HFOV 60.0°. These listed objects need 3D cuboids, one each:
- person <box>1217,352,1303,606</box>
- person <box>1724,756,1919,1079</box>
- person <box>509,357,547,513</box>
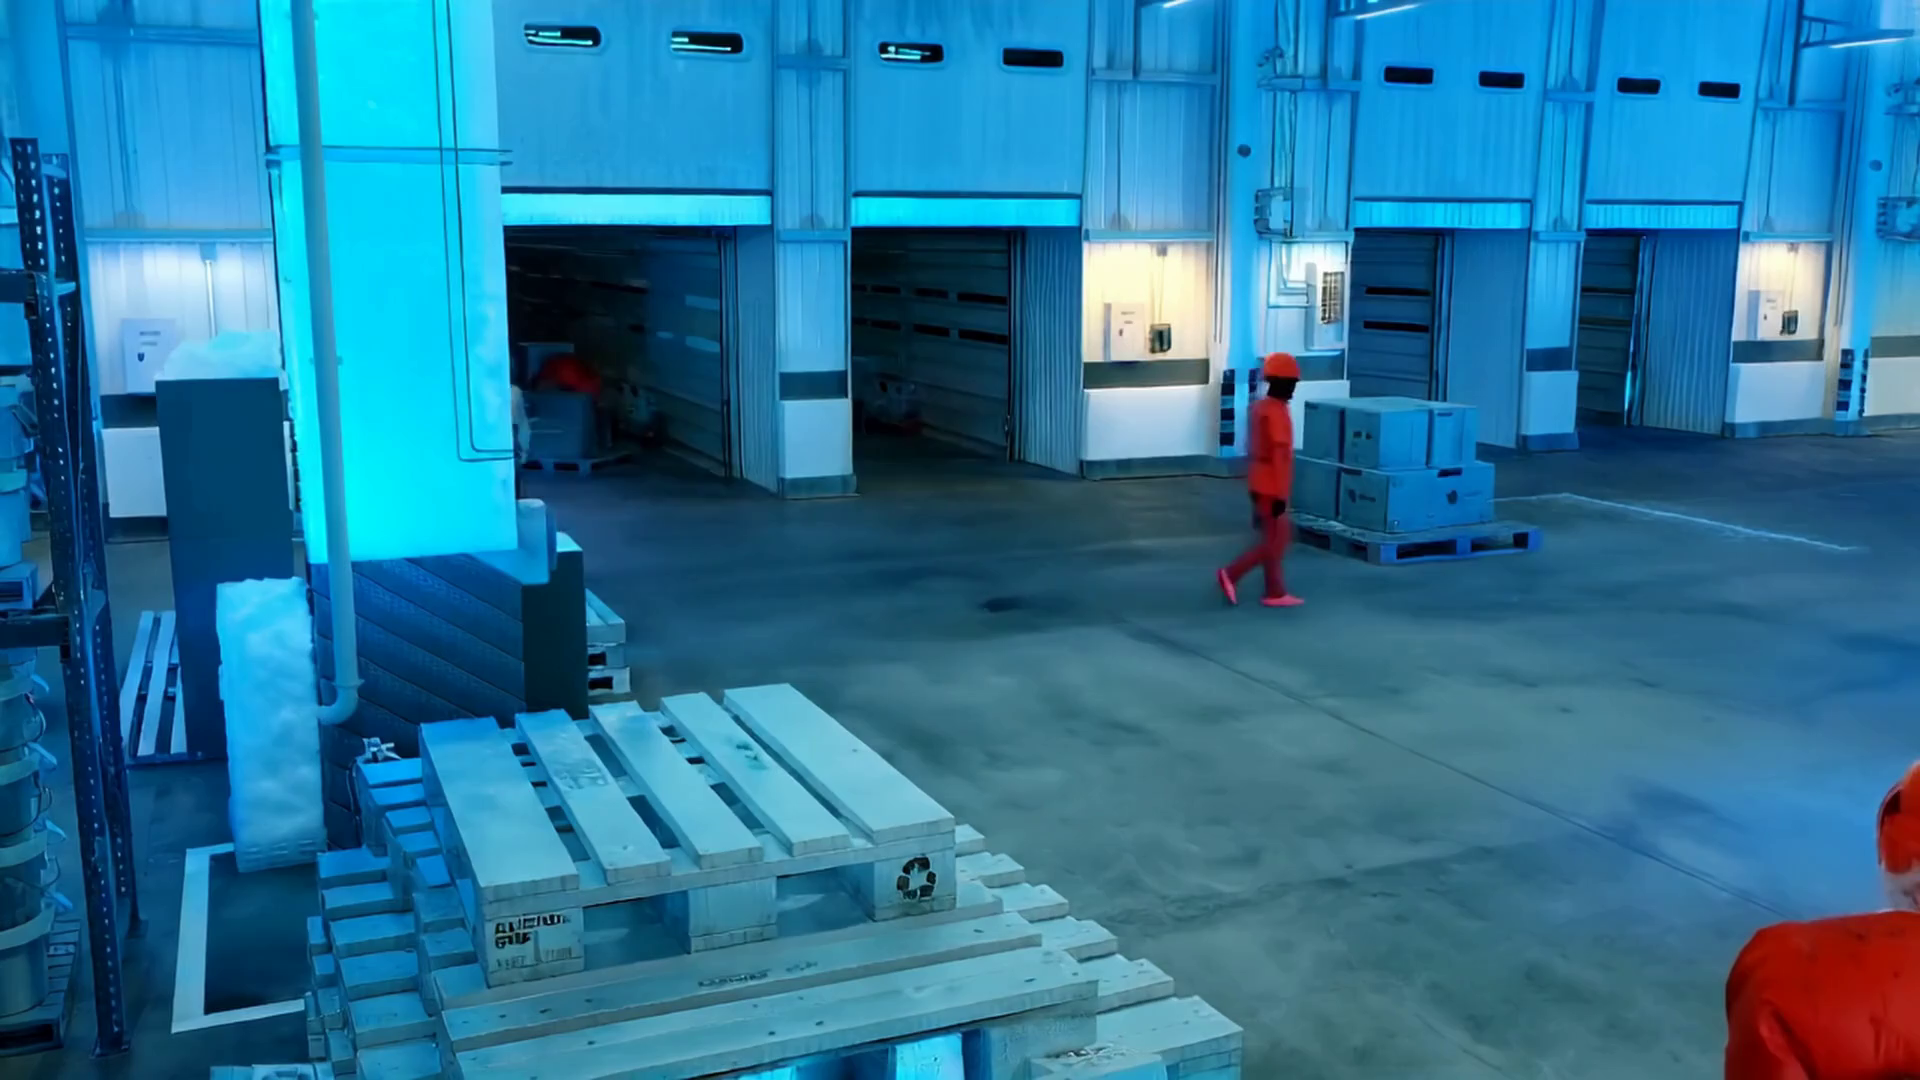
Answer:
[{"bbox_3d":[2.227,-0.420,12.193,0.643,1.910,0.592,-2,11,-12],"label":"person"},{"bbox_3d":[1.562,1.281,2.728,0.635,1.936,0.354,5,12,27],"label":"person"},{"bbox_3d":[-4.036,-0.827,15.032,0.412,1.681,0.559,-3,11,-17],"label":"person"}]
